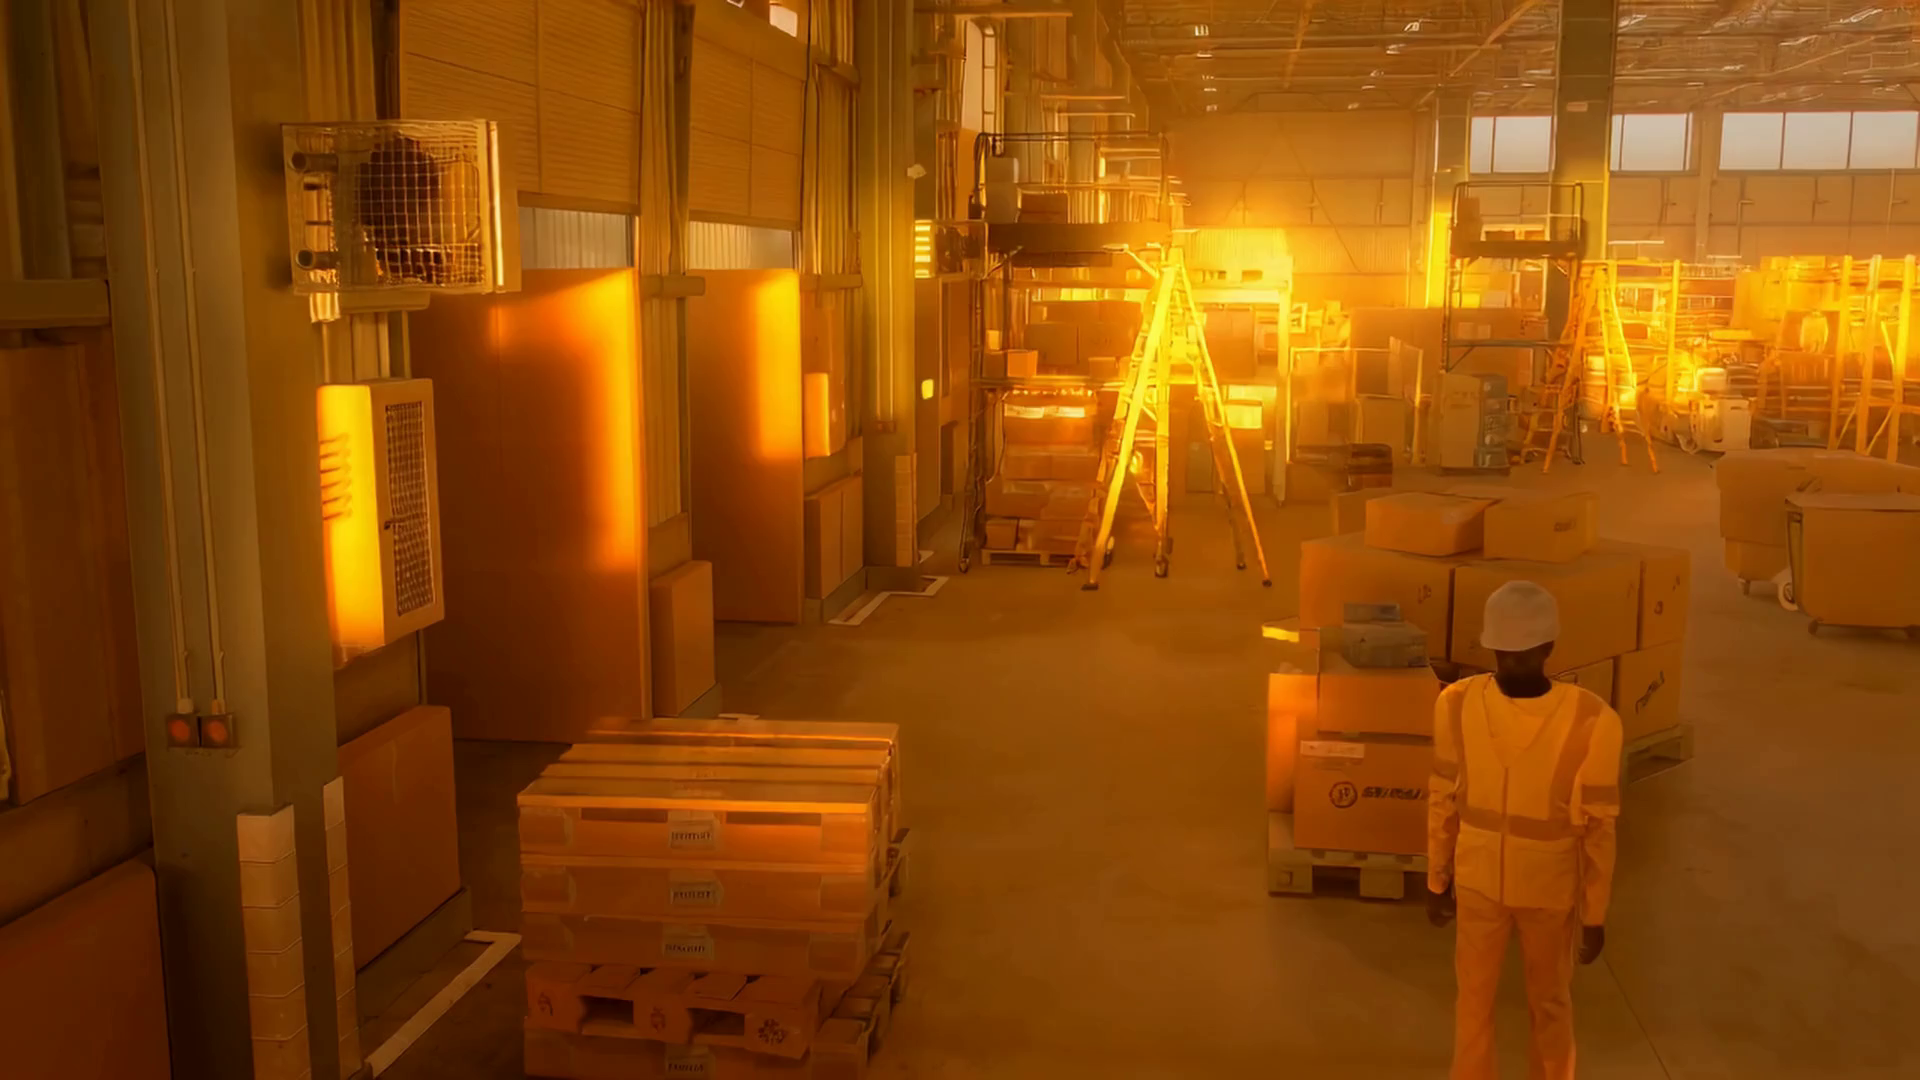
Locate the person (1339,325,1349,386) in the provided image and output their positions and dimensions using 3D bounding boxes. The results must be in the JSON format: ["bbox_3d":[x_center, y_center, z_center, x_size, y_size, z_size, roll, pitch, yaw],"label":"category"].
[{"bbox_3d":[8.735,-4.007,37.130,0.552,1.686,0.392,3,10,19],"label":"person"}]

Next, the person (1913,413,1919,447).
[{"bbox_3d":[15.646,-2.345,26.765,0.338,1.738,0.487,8,12,42],"label":"person"}]

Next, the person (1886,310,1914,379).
[{"bbox_3d":[21.879,-4.384,38.767,0.560,1.908,0.747,1,9,9],"label":"person"}]

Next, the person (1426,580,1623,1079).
[{"bbox_3d":[1.720,1.064,5.171,0.587,1.919,0.398,7,12,37],"label":"person"}]

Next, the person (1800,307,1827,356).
[{"bbox_3d":[22.520,-5.208,43.941,0.636,1.904,0.968,2,10,15],"label":"person"}]

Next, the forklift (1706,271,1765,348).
[{"bbox_3d":[22.661,-6.355,47.963,1.873,2.768,1.129,-2,9,-10],"label":"forklift"}]

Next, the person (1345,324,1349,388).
[{"bbox_3d":[9.485,-4.572,39.876,0.546,1.934,0.376,-6,11,-32],"label":"person"}]

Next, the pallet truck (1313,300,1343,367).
[{"bbox_3d":[11.159,-6.200,49.718,0.823,1.965,1.885,4,10,26],"label":"pallet truck"}]

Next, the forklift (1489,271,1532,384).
[{"bbox_3d":[13.422,-5.322,41.591,1.873,2.768,1.129,1,9,9],"label":"forklift"}]
